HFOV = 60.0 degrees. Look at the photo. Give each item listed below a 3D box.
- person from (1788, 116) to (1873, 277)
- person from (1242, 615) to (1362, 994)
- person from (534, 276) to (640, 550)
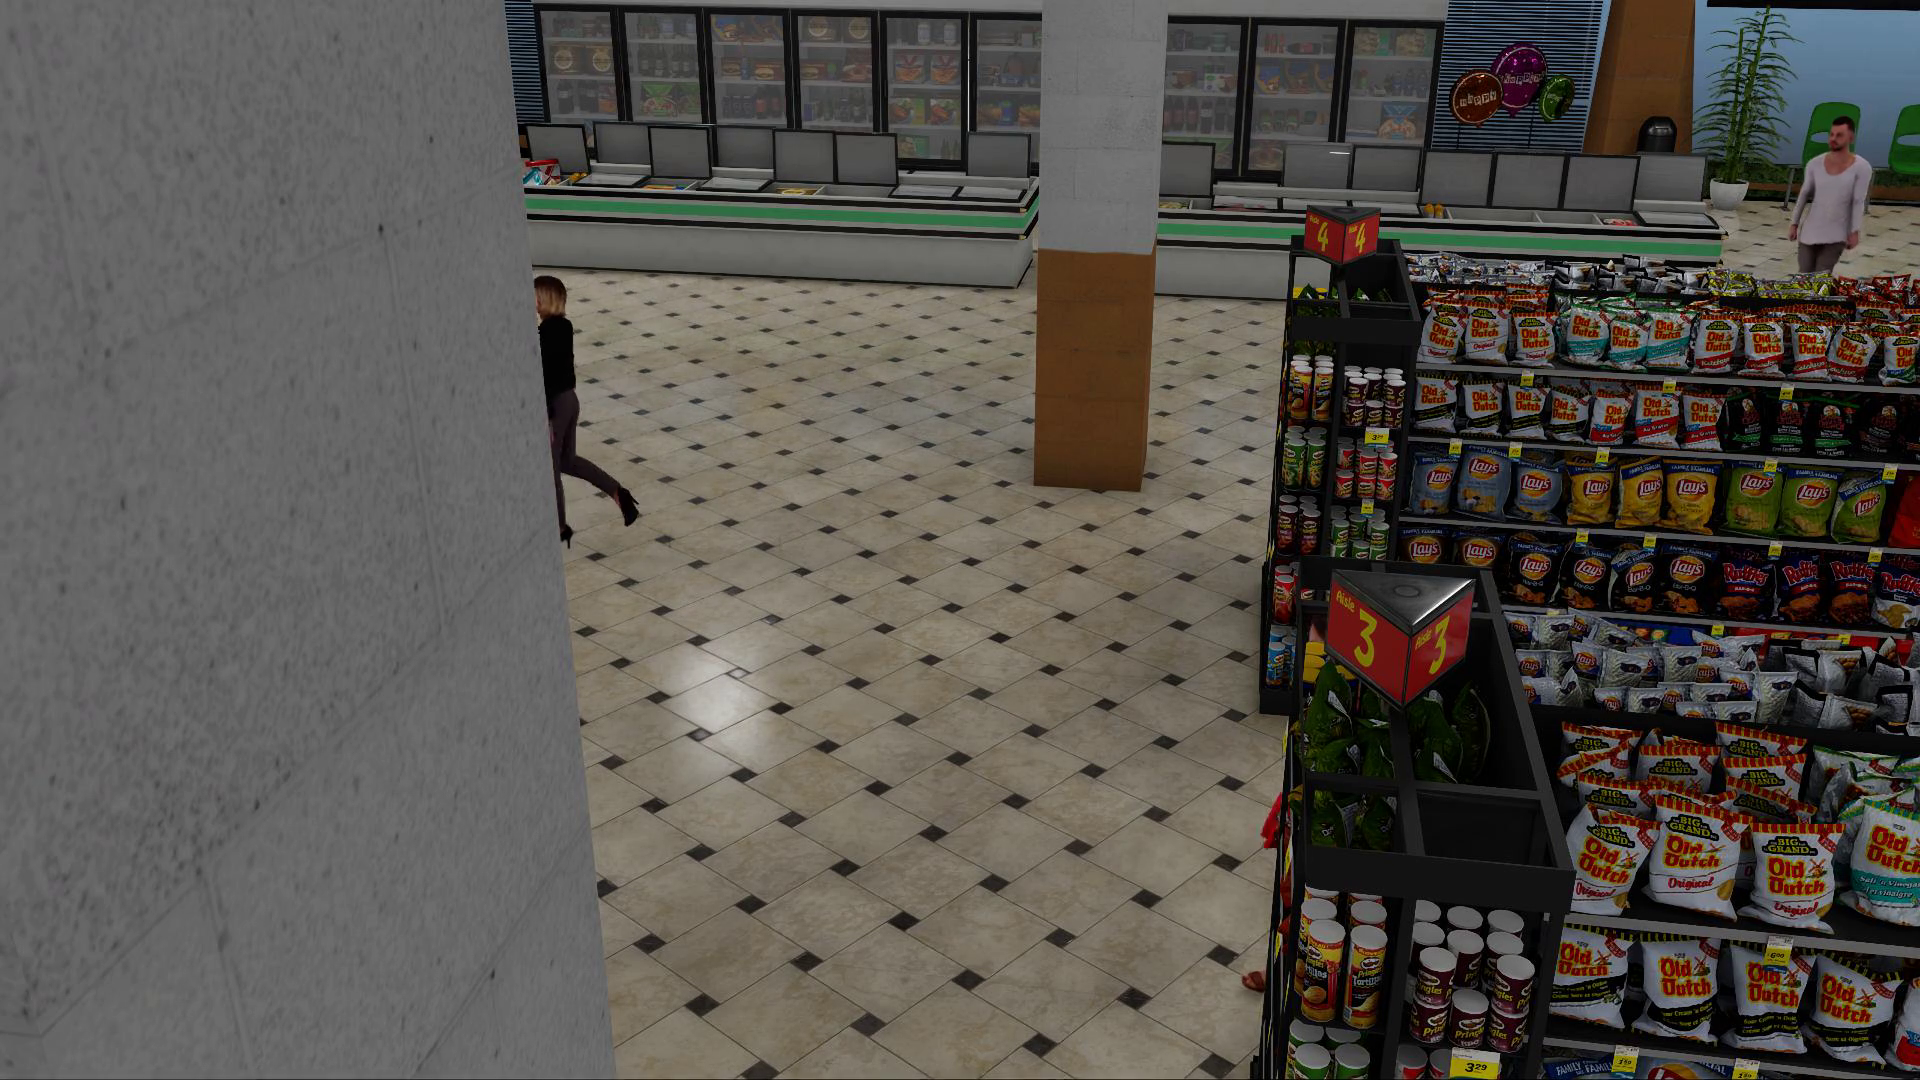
[{"bbox_3d":[7.039,-2.508,13.465,0.872,1.828,0.799,-19,30,-36],"label":"person"},{"bbox_3d":[1.364,0.961,5.852,0.892,1.576,0.681,1,24,2],"label":"person"},{"bbox_3d":[-2.227,-0.690,9.526,0.868,1.655,0.647,1,24,3],"label":"person"}]
